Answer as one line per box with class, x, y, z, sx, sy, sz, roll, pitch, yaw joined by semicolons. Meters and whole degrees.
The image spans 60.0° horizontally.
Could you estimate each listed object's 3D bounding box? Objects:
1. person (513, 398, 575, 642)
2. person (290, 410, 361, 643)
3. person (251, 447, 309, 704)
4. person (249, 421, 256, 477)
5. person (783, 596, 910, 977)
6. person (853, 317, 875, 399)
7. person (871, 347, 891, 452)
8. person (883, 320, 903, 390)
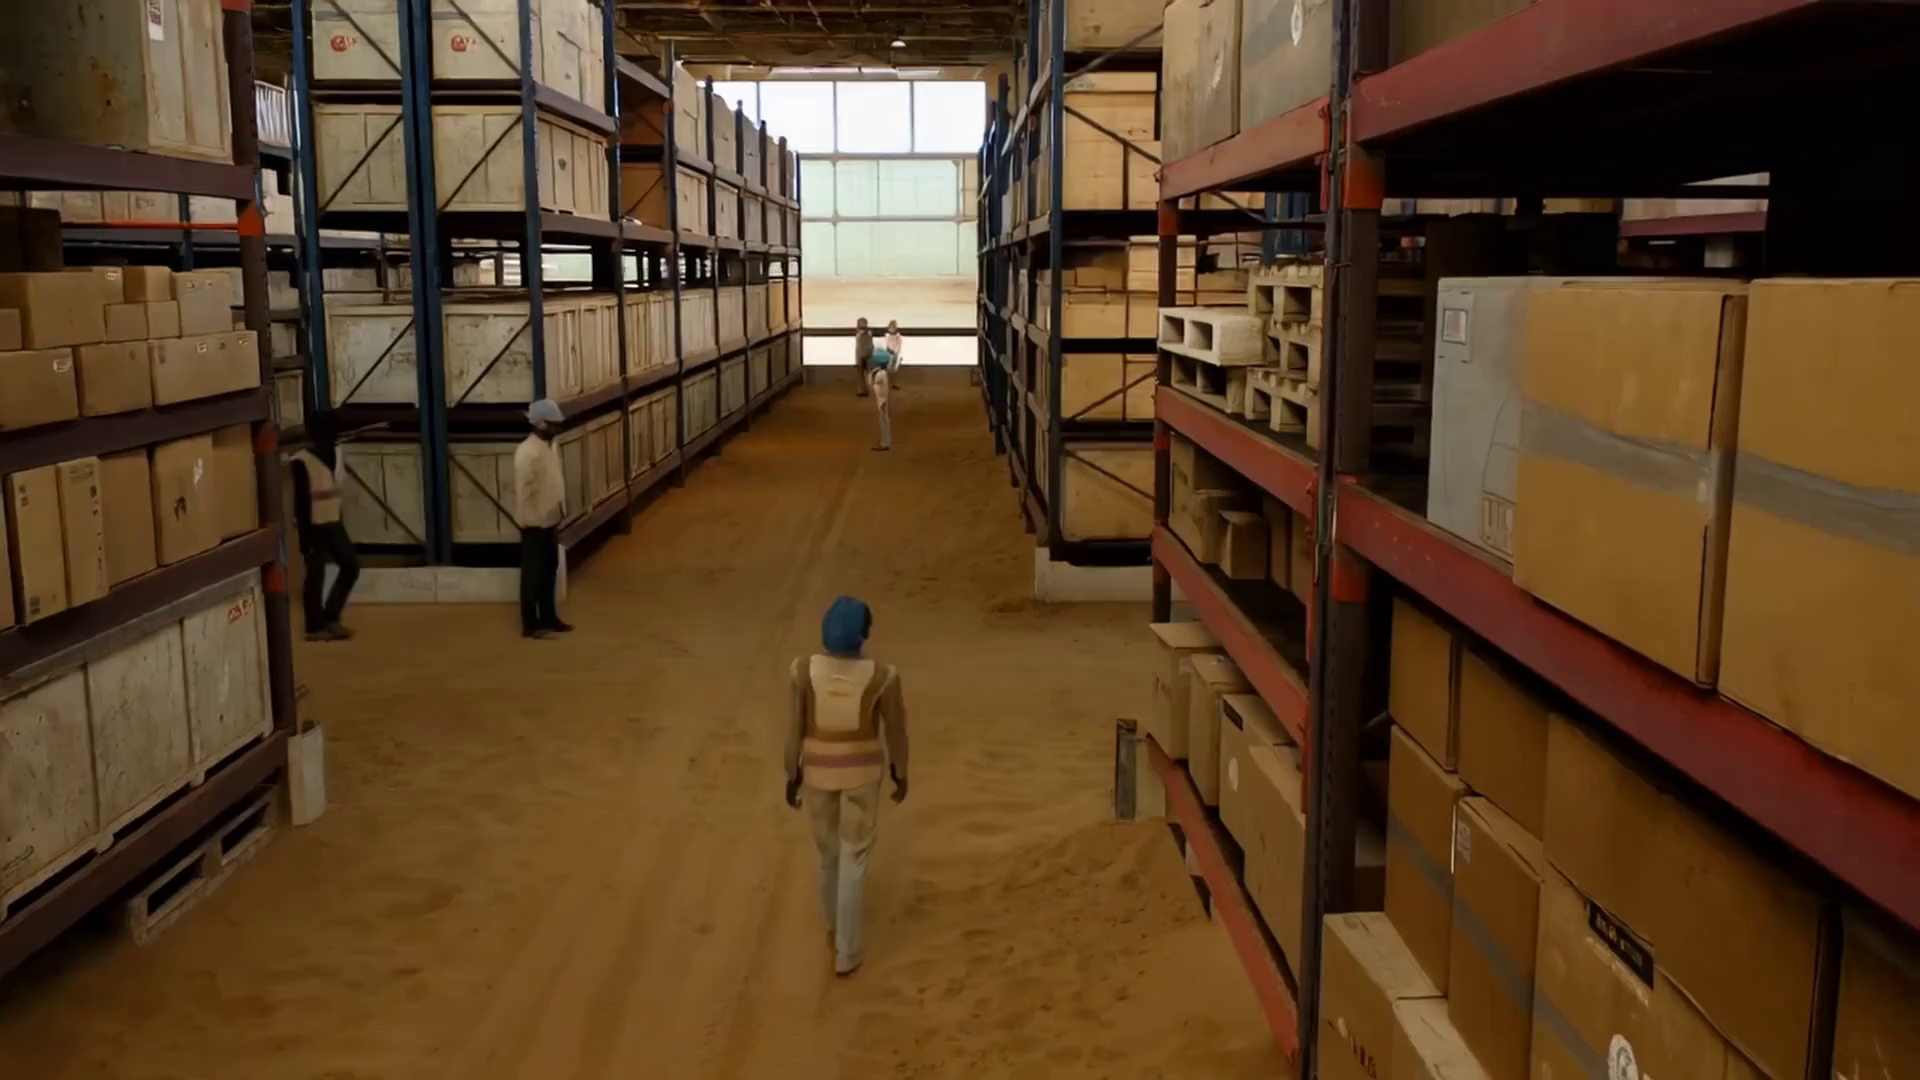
person;-3.411;-0.165;13.612;0.410;1.986;0.614;2;10;13
person;-5.137;-0.100;13.466;0.510;1.895;0.627;2;10;13
person;-4.875;0.251;11.419;0.941;1.871;0.653;3;10;20
person;-7.347;-0.552;17.071;0.526;1.619;0.385;-4;10;-22
person;-0.484;1.043;7.348;0.539;1.604;0.778;2;9;9
person;-2.268;-4.271;39.029;0.406;1.907;0.639;-6;11;-33
person;-1.319;-2.328;27.625;0.305;1.738;0.484;-2;10;-15
person;-1.669;-4.633;41.709;0.574;1.748;0.347;-7;12;-39
